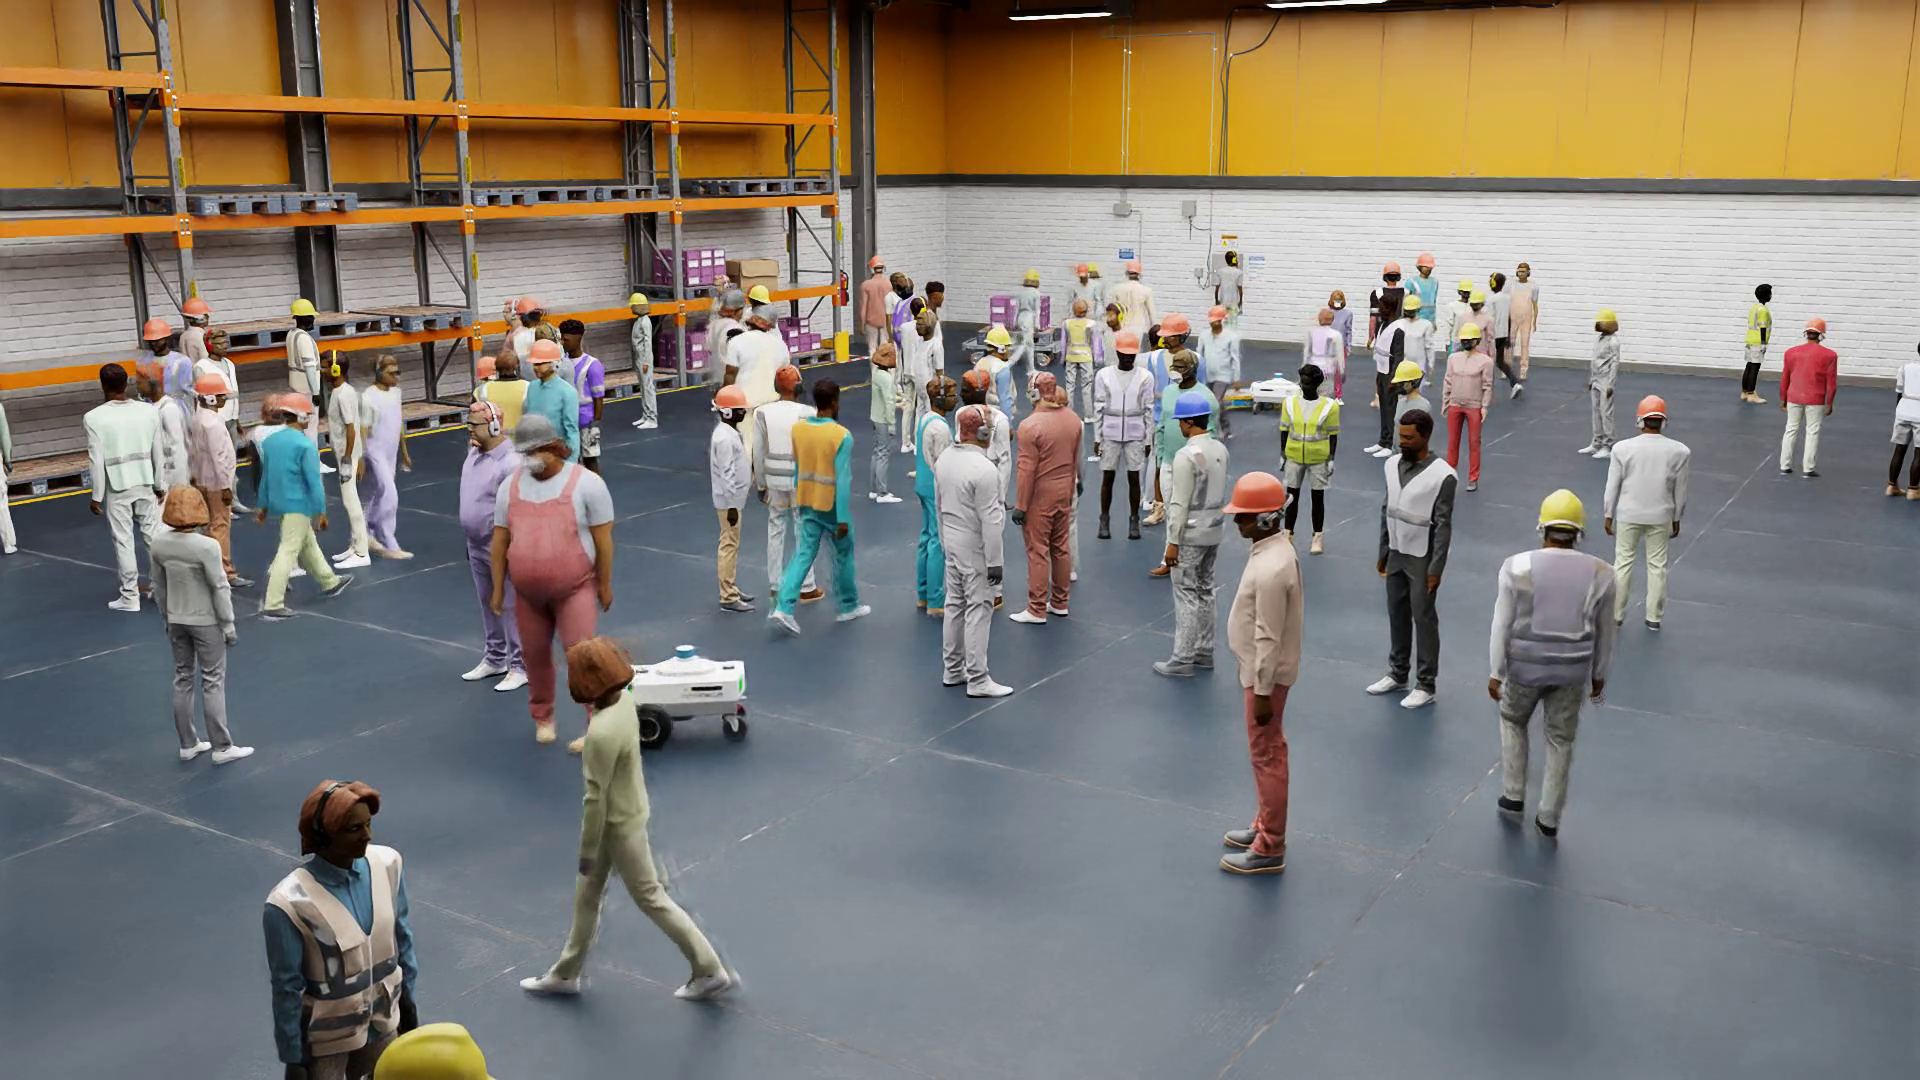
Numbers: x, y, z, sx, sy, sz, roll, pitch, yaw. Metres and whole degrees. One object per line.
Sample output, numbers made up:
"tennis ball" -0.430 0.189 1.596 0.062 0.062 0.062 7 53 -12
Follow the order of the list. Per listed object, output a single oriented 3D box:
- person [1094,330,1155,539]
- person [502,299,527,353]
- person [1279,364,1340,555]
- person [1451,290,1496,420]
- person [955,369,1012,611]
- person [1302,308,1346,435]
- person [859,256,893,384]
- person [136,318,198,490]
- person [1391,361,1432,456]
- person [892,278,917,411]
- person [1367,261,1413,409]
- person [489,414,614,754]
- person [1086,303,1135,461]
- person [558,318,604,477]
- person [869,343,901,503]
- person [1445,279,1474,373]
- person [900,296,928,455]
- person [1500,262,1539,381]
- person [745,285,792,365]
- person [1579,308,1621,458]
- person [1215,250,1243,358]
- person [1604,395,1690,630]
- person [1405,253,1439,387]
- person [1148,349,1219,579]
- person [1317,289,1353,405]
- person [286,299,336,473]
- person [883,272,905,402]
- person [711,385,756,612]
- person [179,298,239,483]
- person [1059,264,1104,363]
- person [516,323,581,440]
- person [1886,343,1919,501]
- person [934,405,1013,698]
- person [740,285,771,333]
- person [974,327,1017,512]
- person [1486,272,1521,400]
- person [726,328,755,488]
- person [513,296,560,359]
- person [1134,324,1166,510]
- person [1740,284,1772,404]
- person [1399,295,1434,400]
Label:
"person" 1.496 -0.952 15.189 0.548 1.929 0.388 1 13 5
"person" -4.943 -1.733 18.619 0.409 1.907 0.650 -2 13 -10
"person" 3.065 -0.714 14.660 0.536 1.693 0.322 6 14 25
"person" 6.804 -2.452 22.133 0.880 1.724 0.537 -12 18 -42
"person" 0.146 -0.381 12.801 0.337 1.882 0.585 -11 17 -40
"person" 4.530 -2.070 20.687 0.360 1.620 0.551 -11 17 -39
"person" -1.247 -3.340 25.424 0.640 1.987 0.502 -6 14 -23
"person" -7.747 -1.199 16.253 0.542 1.928 0.380 0 13 2
"person" 3.852 -0.665 14.325 0.342 1.756 0.532 -3 13 -12
"person" -0.729 -2.707 23.018 0.431 1.836 0.619 -7 15 -27
"person" 5.958 -2.839 23.119 0.613 2.039 0.393 -1 13 -3
"person" -2.422 0.222 9.845 0.723 2.000 0.543 2 13 8
"person" 1.886 -1.848 19.341 0.981 1.822 0.543 -12 17 -41
"person" -3.653 -1.129 15.878 0.603 1.961 0.368 8 15 32
"person" -0.766 -1.185 16.860 0.278 1.626 0.503 -4 14 -17
"person" 7.159 -2.833 23.695 0.533 1.767 0.312 -3 13 -12
"person" -0.498 -1.929 19.584 0.495 1.862 0.330 11 17 40
"person" 8.783 -3.426 26.095 0.516 1.844 0.329 6 14 25
"person" -2.550 -2.348 21.406 0.643 1.849 0.565 9 16 33
"person" 7.490 -1.833 19.409 0.320 1.742 0.493 -1 13 -4
"person" 4.679 -4.094 28.952 0.515 1.866 0.333 6 14 24
"person" 5.066 -0.201 12.326 0.567 1.744 0.349 3 13 14
"person" 7.018 -3.332 25.255 0.615 2.040 0.391 -6 14 -26
"person" 1.833 -0.598 13.626 0.372 1.940 0.630 -10 16 -36
"person" 5.279 -2.715 23.475 0.497 1.633 0.287 0 13 2
"person" -7.222 -1.697 18.416 0.363 1.928 0.587 -10 16 -37
"person" -0.906 -2.926 23.923 0.344 1.847 0.505 5 14 22
"person" -1.751 -0.327 12.851 0.330 1.751 0.565 -2 13 -7
"person" -8.067 -1.580 17.754 0.612 1.997 0.375 11 17 40
"person" 2.061 -3.836 28.212 0.711 1.703 0.501 4 14 17
"person" -3.875 -1.083 15.726 0.635 1.939 0.366 4 13 15
"person" 9.758 -1.235 16.939 0.319 1.687 0.538 -6 14 -23
"person" 0.102 0.069 10.807 0.404 1.904 0.652 -8 15 -30
"person" -2.491 -2.174 20.509 0.382 1.917 0.585 4 14 19
"person" 0.352 -1.185 16.429 0.403 1.827 0.595 -6 14 -24
"person" 7.709 -2.908 23.832 0.561 1.852 0.687 -10 17 -38
"person" -2.327 -1.392 17.596 0.317 1.695 0.540 0 13 2
"person" -4.586 -1.599 17.827 0.931 2.001 0.636 9 15 33
"person" 1.921 -1.214 16.491 0.350 1.856 0.522 -9 16 -33
"person" 11.376 -2.802 23.713 0.319 1.697 0.532 2 13 8
"person" 5.723 -2.240 21.158 0.568 1.745 0.529 5 14 21
